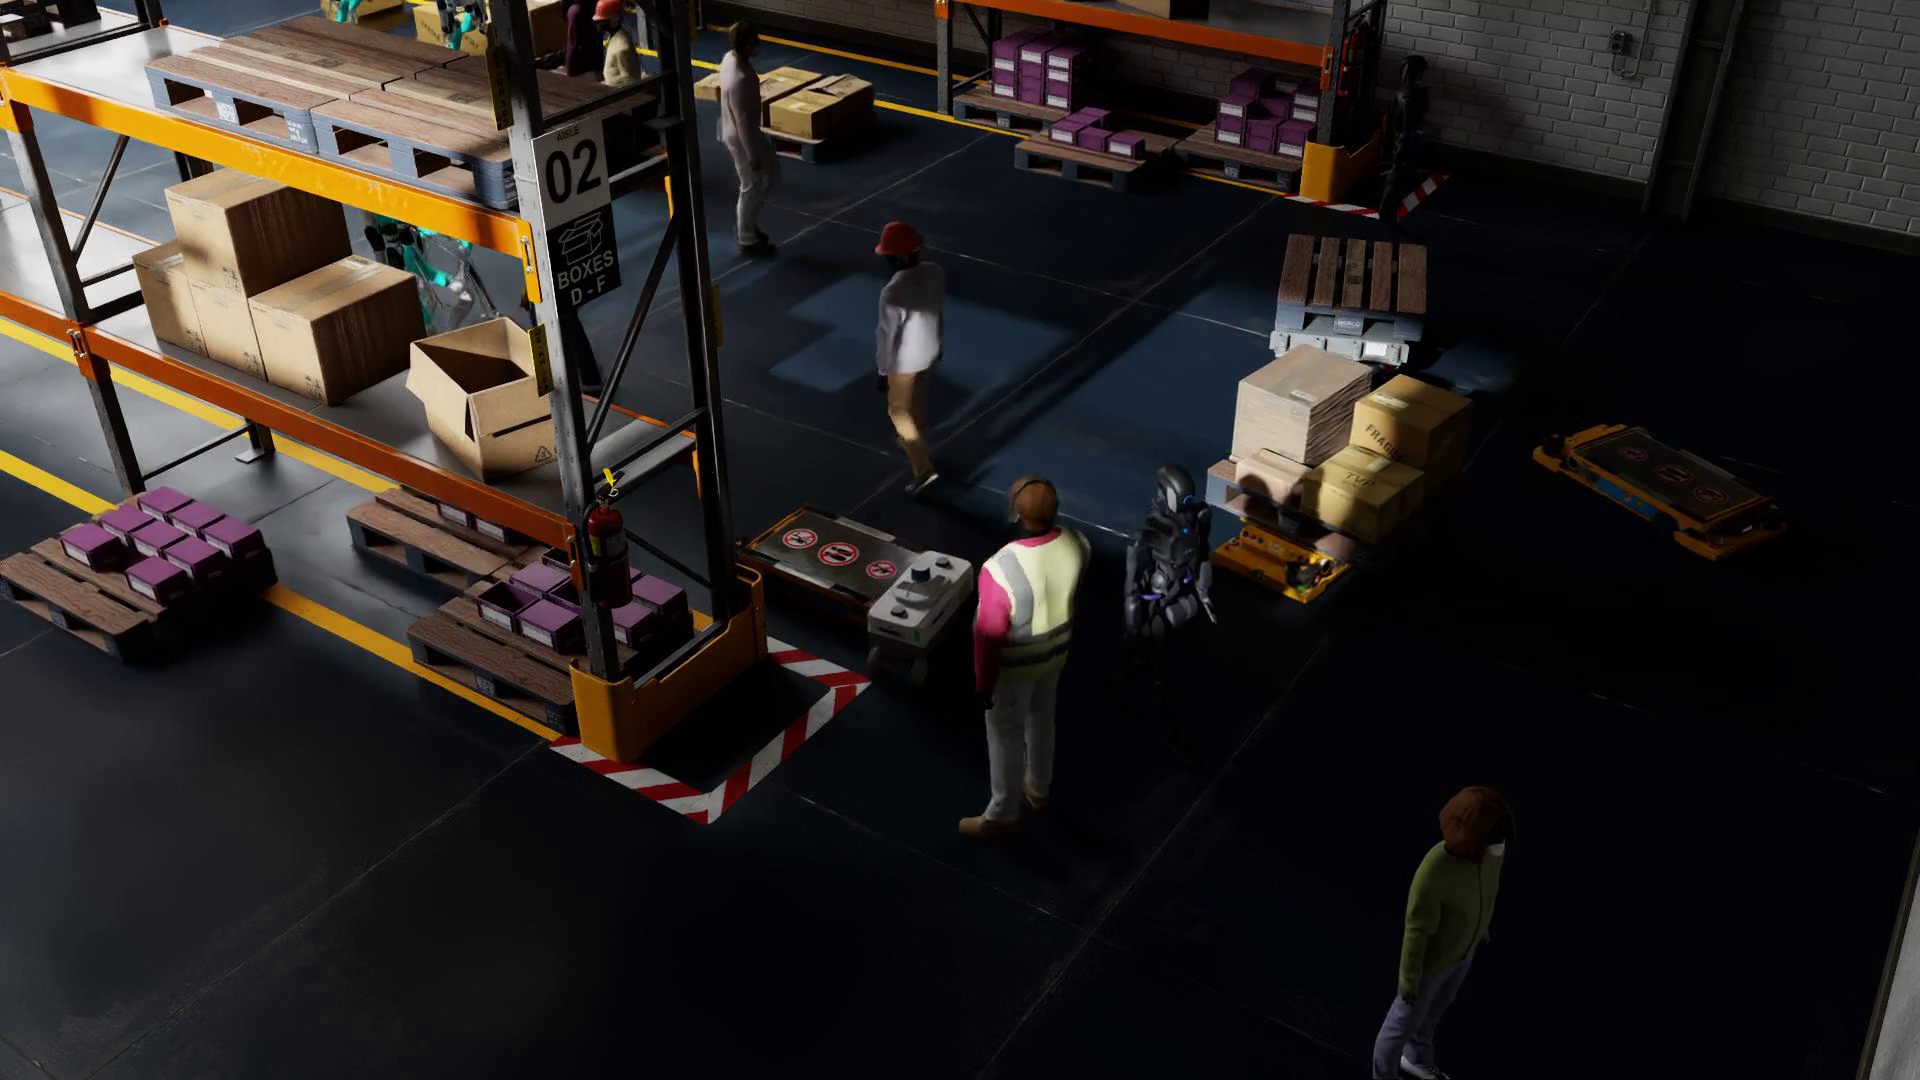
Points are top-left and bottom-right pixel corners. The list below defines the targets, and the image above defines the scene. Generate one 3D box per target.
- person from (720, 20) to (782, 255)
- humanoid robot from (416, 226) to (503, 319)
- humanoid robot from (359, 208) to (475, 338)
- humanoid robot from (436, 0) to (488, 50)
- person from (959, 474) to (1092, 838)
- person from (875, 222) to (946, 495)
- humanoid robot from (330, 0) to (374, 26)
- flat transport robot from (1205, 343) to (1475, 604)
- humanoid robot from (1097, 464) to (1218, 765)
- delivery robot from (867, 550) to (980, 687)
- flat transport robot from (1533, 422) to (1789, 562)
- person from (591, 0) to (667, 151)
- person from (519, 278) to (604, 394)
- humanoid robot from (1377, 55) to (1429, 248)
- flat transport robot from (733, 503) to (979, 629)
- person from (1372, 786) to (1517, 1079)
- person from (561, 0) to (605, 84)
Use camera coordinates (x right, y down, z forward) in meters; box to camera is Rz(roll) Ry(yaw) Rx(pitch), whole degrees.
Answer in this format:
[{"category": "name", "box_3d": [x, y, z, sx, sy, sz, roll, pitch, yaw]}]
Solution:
[{"category": "person", "box_3d": [-1.652, -3.180, 13.249, 0.469, 1.915, 0.649, -3, 33, -5]}, {"category": "humanoid robot", "box_3d": [-3.881, -2.500, 12.413, 1.012, 1.780, 0.547, 20, 38, 28]}, {"category": "humanoid robot", "box_3d": [-3.746, -1.929, 11.522, 0.845, 1.802, 0.559, 4, 33, 6]}, {"category": "humanoid robot", "box_3d": [-5.002, -5.181, 16.493, 0.993, 1.743, 0.552, 28, 42, 36]}, {"category": "person", "box_3d": [0.263, 0.552, 7.620, 0.706, 1.826, 0.432, -27, 42, -35]}, {"category": "person", "box_3d": [-0.283, -1.151, 10.314, 0.592, 1.725, 0.681, -28, 42, -35]}, {"category": "humanoid robot", "box_3d": [-6.483, -5.765, 17.483, 0.742, 1.881, 0.545, 28, 42, 36]}, {"category": "flat transport robot", "box_3d": [2.207, -0.104, 10.033, 0.659, 0.231, 1.431, 27, 42, 35]}, {"category": "humanoid robot", "box_3d": [0.976, 0.306, 8.175, 0.586, 1.642, 0.750, -24, 40, -32]}, {"category": "delivery robot", "box_3d": [-0.201, 0.370, 9.030, 0.499, 0.581, 0.754, 15, 36, 22]}, {"category": "flat transport robot", "box_3d": [4.369, -0.352, 10.415, 0.659, 0.231, 1.431, -18, 37, -25]}, {"category": "person", "box_3d": [-2.899, -3.923, 14.588, 0.915, 1.705, 0.565, -4, 33, -6]}, {"category": "person", "box_3d": [-2.824, -1.788, 11.201, 0.728, 1.814, 0.551, -1, 33, -1]}, {"category": "humanoid robot", "box_3d": [3.563, -3.057, 13.278, 0.399, 1.643, 0.589, 7, 34, 10]}, {"category": "flat transport robot", "box_3d": [-0.626, 0.192, 9.578, 1.431, 0.231, 0.659, 20, 38, 28]}, {"category": "person", "box_3d": [1.819, 1.551, 6.236, 0.501, 1.632, 0.277, -23, 40, -31]}, {"category": "person", "box_3d": [-3.393, -4.263, 14.936, 0.870, 1.907, 0.522, 6, 34, 10]}]
